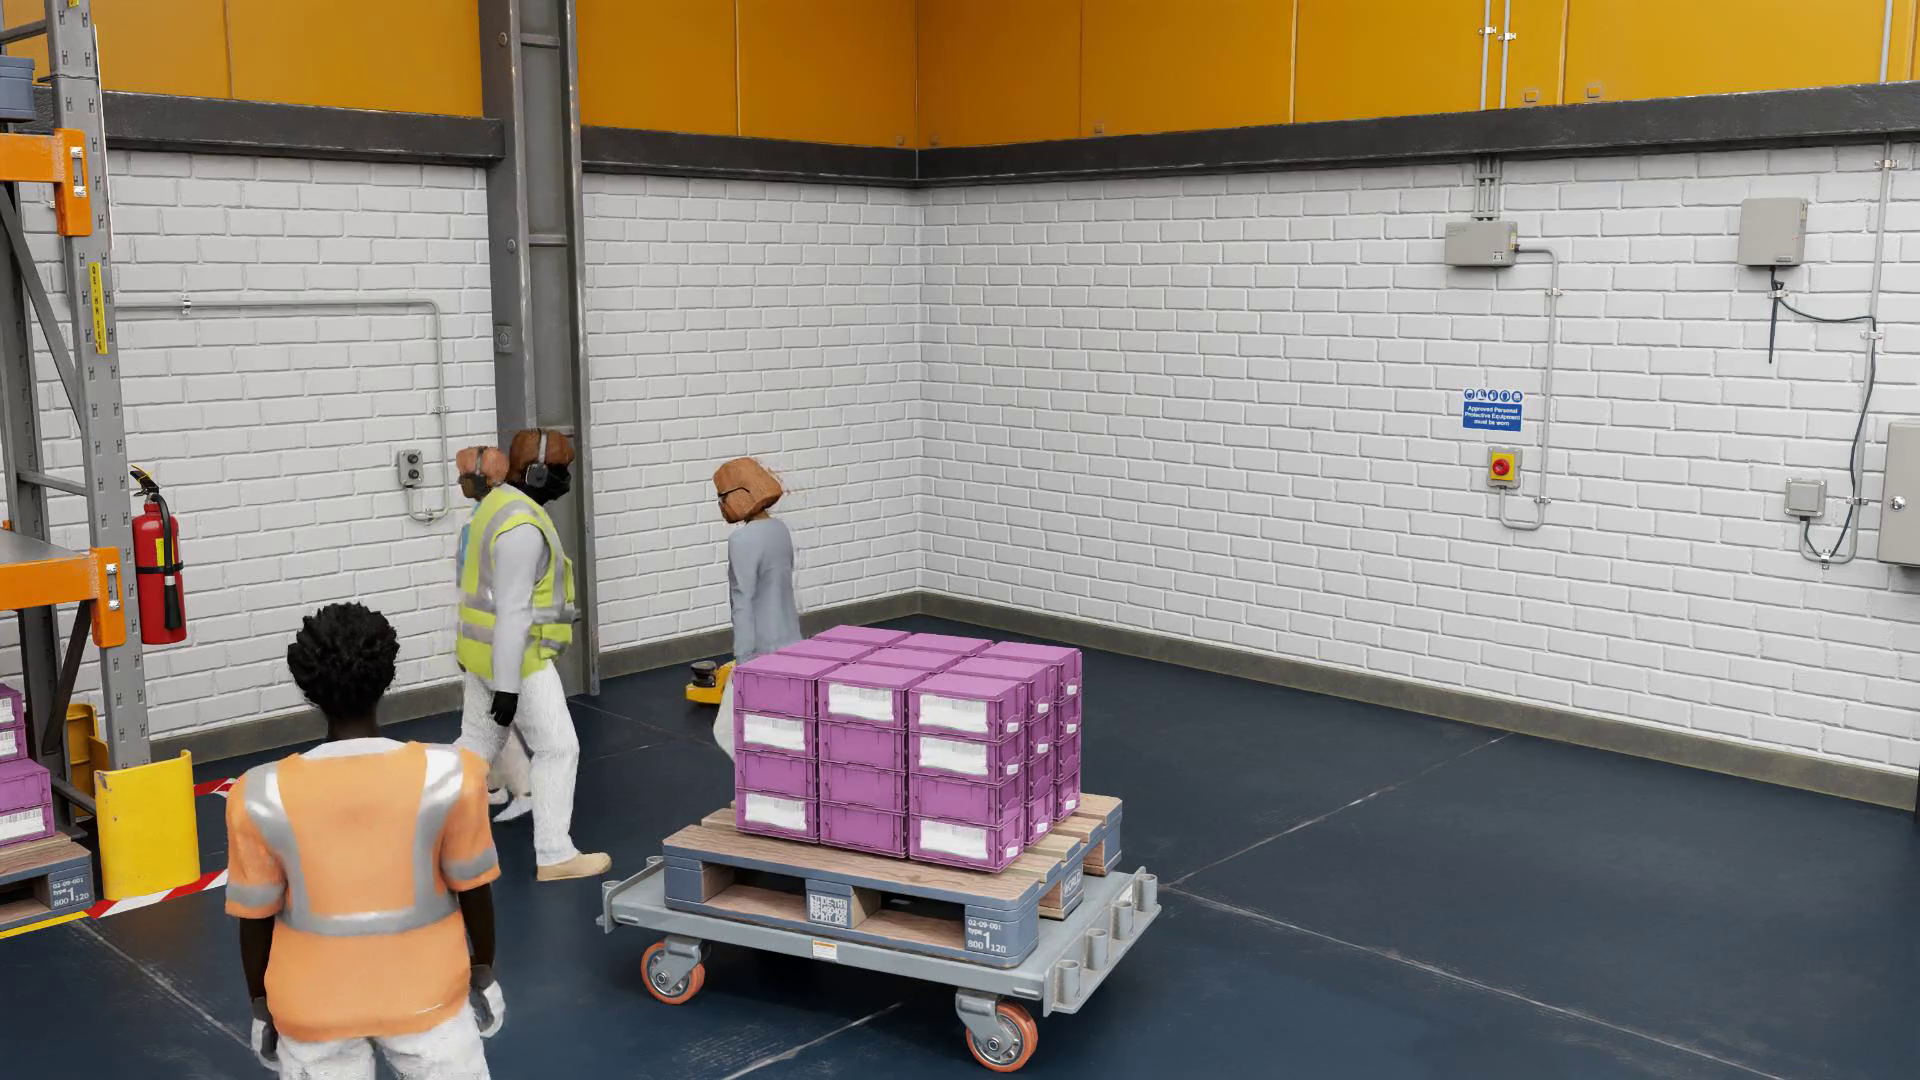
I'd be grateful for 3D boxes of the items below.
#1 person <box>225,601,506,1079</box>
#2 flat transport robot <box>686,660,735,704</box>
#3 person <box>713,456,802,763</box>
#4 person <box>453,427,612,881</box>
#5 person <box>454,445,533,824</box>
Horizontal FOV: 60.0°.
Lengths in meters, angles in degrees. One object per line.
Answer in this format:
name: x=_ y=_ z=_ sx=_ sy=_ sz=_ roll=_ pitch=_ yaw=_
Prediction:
person: x=-1.224 y=0.966 z=3.450 sx=0.544 sy=1.684 sz=0.557 roll=-2 pitch=10 yaw=-13
flat transport robot: x=-0.703 y=0.762 z=9.050 sx=1.431 sy=0.197 sz=0.652 roll=3 pitch=10 yaw=19
person: x=-0.812 y=0.473 z=6.708 sx=0.360 sy=1.608 sz=0.533 roll=3 pitch=10 yaw=18
person: x=-1.789 y=0.463 z=6.354 sx=0.753 sy=1.790 sz=0.676 roll=-5 pitch=10 yaw=-26
person: x=-2.005 y=0.403 z=7.138 sx=0.462 sy=1.632 sz=0.539 roll=1 pitch=9 yaw=6
